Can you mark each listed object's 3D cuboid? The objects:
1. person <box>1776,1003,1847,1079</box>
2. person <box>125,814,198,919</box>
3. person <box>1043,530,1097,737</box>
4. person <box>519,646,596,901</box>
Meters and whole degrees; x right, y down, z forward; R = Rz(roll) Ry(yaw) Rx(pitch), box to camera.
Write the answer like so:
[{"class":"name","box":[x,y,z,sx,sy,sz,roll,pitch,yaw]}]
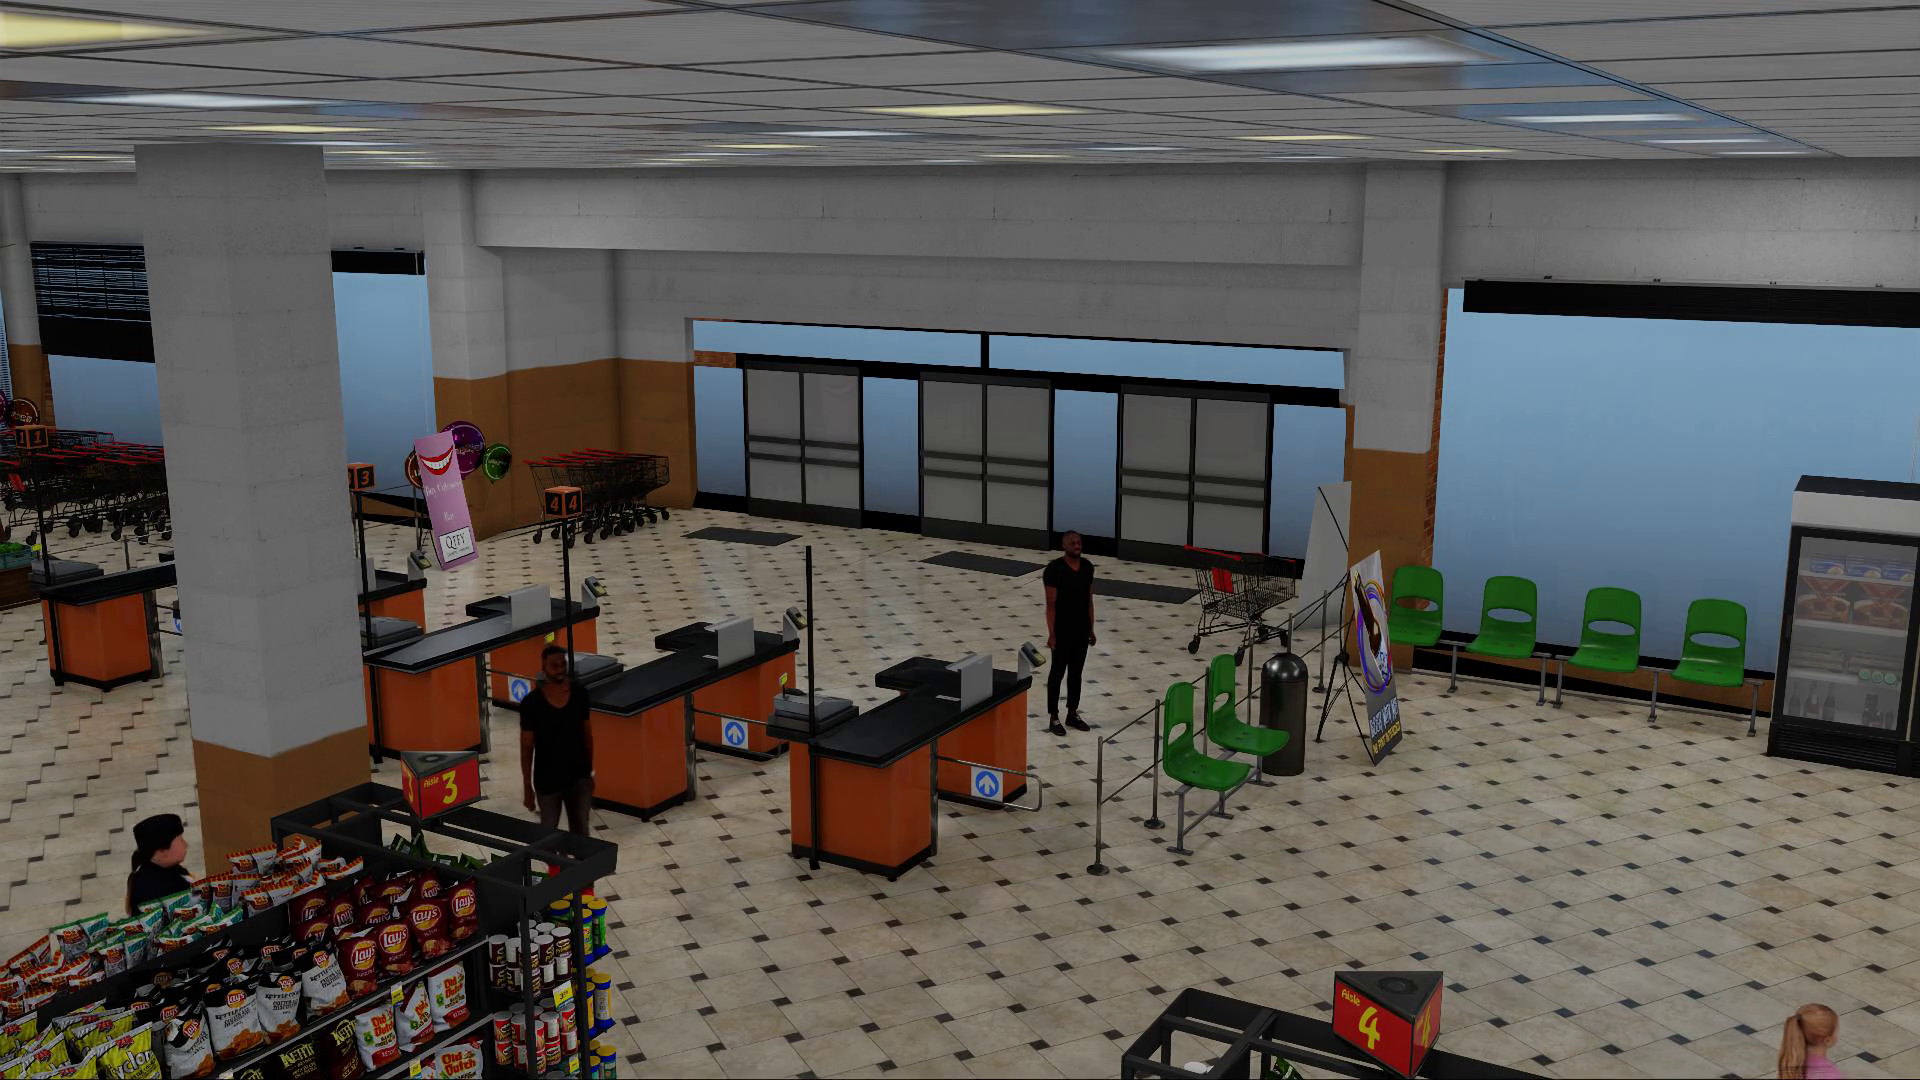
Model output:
[{"class":"person","box":[3.658,2.655,7.321,0.928,1.245,0.862,-3,12,-15]},{"class":"person","box":[-4.071,2.220,8.400,1.105,1.650,0.997,-6,13,-25]},{"class":"person","box":[0.964,0.801,14.732,0.687,1.819,0.811,-7,14,-29]},{"class":"person","box":[-2.713,1.578,11.183,1.223,1.761,1.161,-6,13,-26]}]
